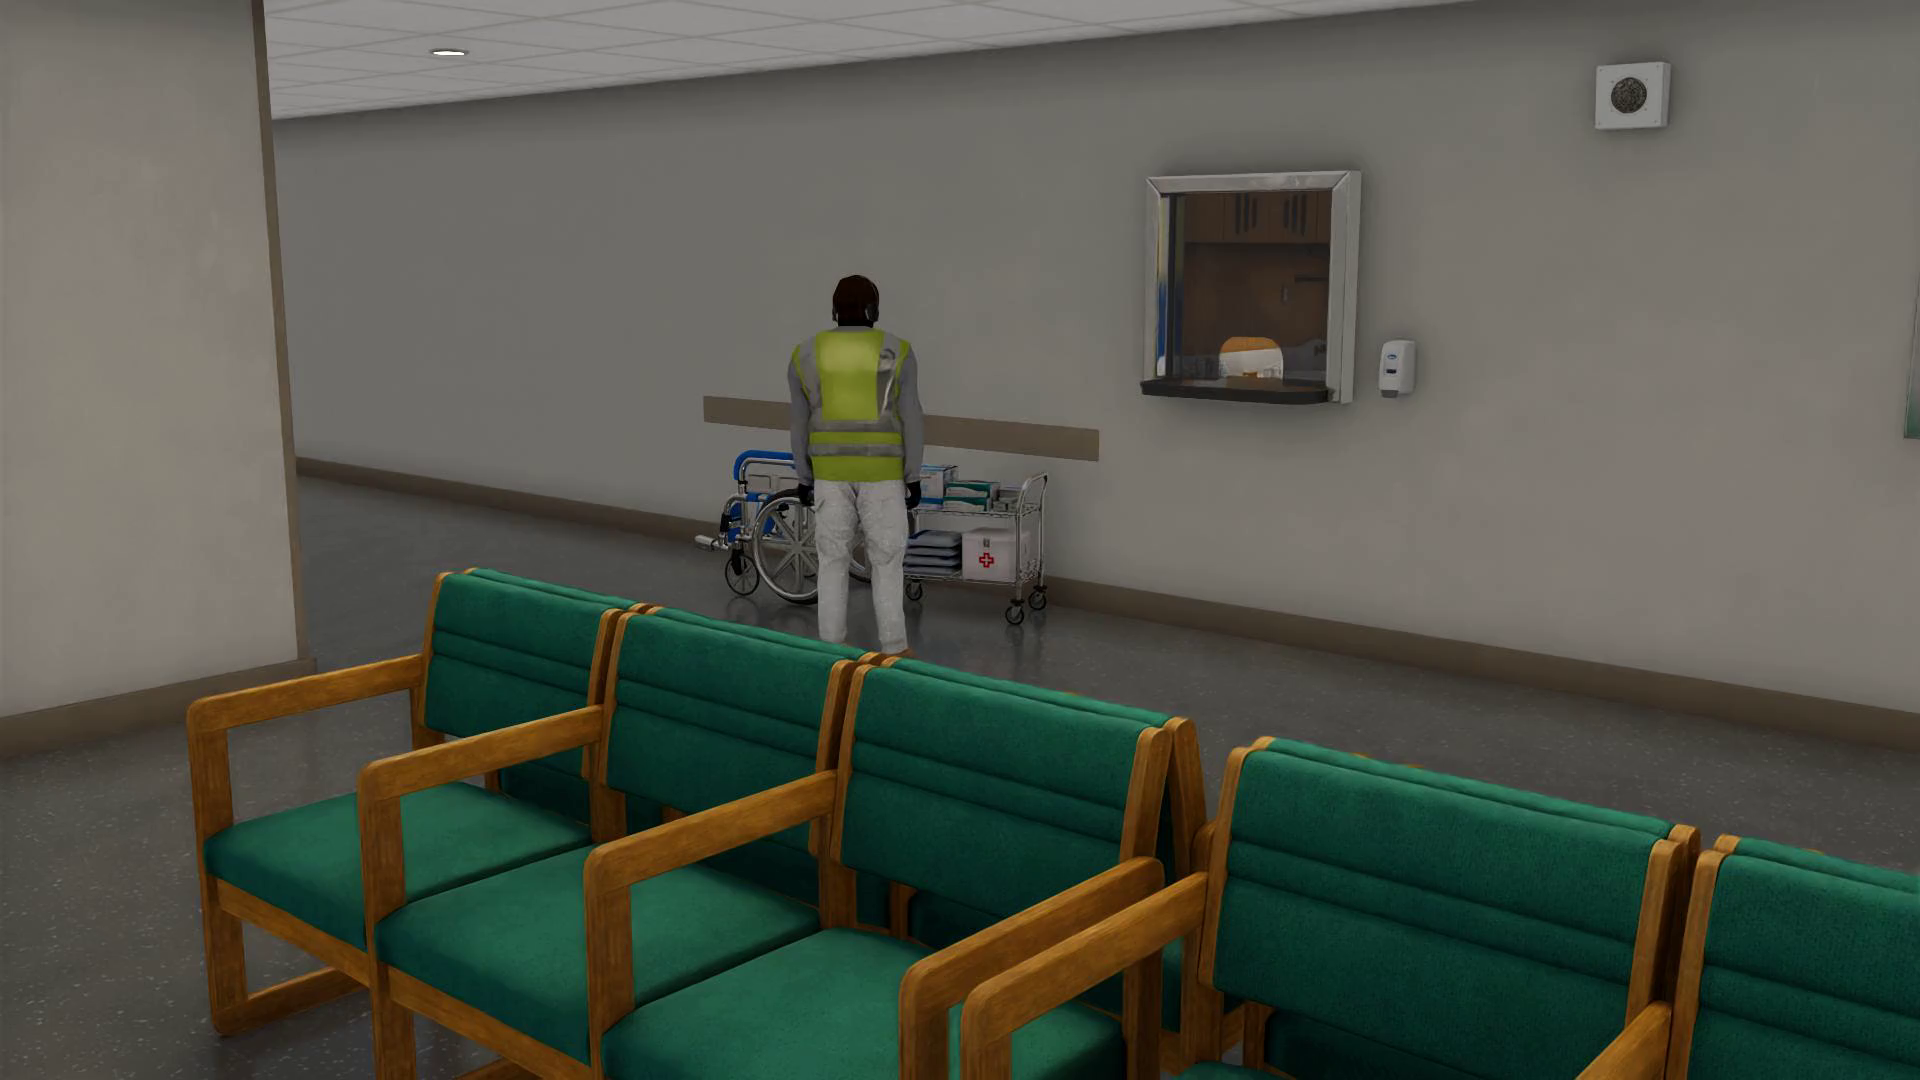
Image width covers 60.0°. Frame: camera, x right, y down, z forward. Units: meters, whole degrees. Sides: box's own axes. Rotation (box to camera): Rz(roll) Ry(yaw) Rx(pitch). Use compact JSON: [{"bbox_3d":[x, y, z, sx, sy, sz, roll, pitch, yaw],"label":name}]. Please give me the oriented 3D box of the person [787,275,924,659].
[{"bbox_3d":[-0.466,-0.296,7.691,0.621,1.838,0.429,2,10,9],"label":"person"}]
